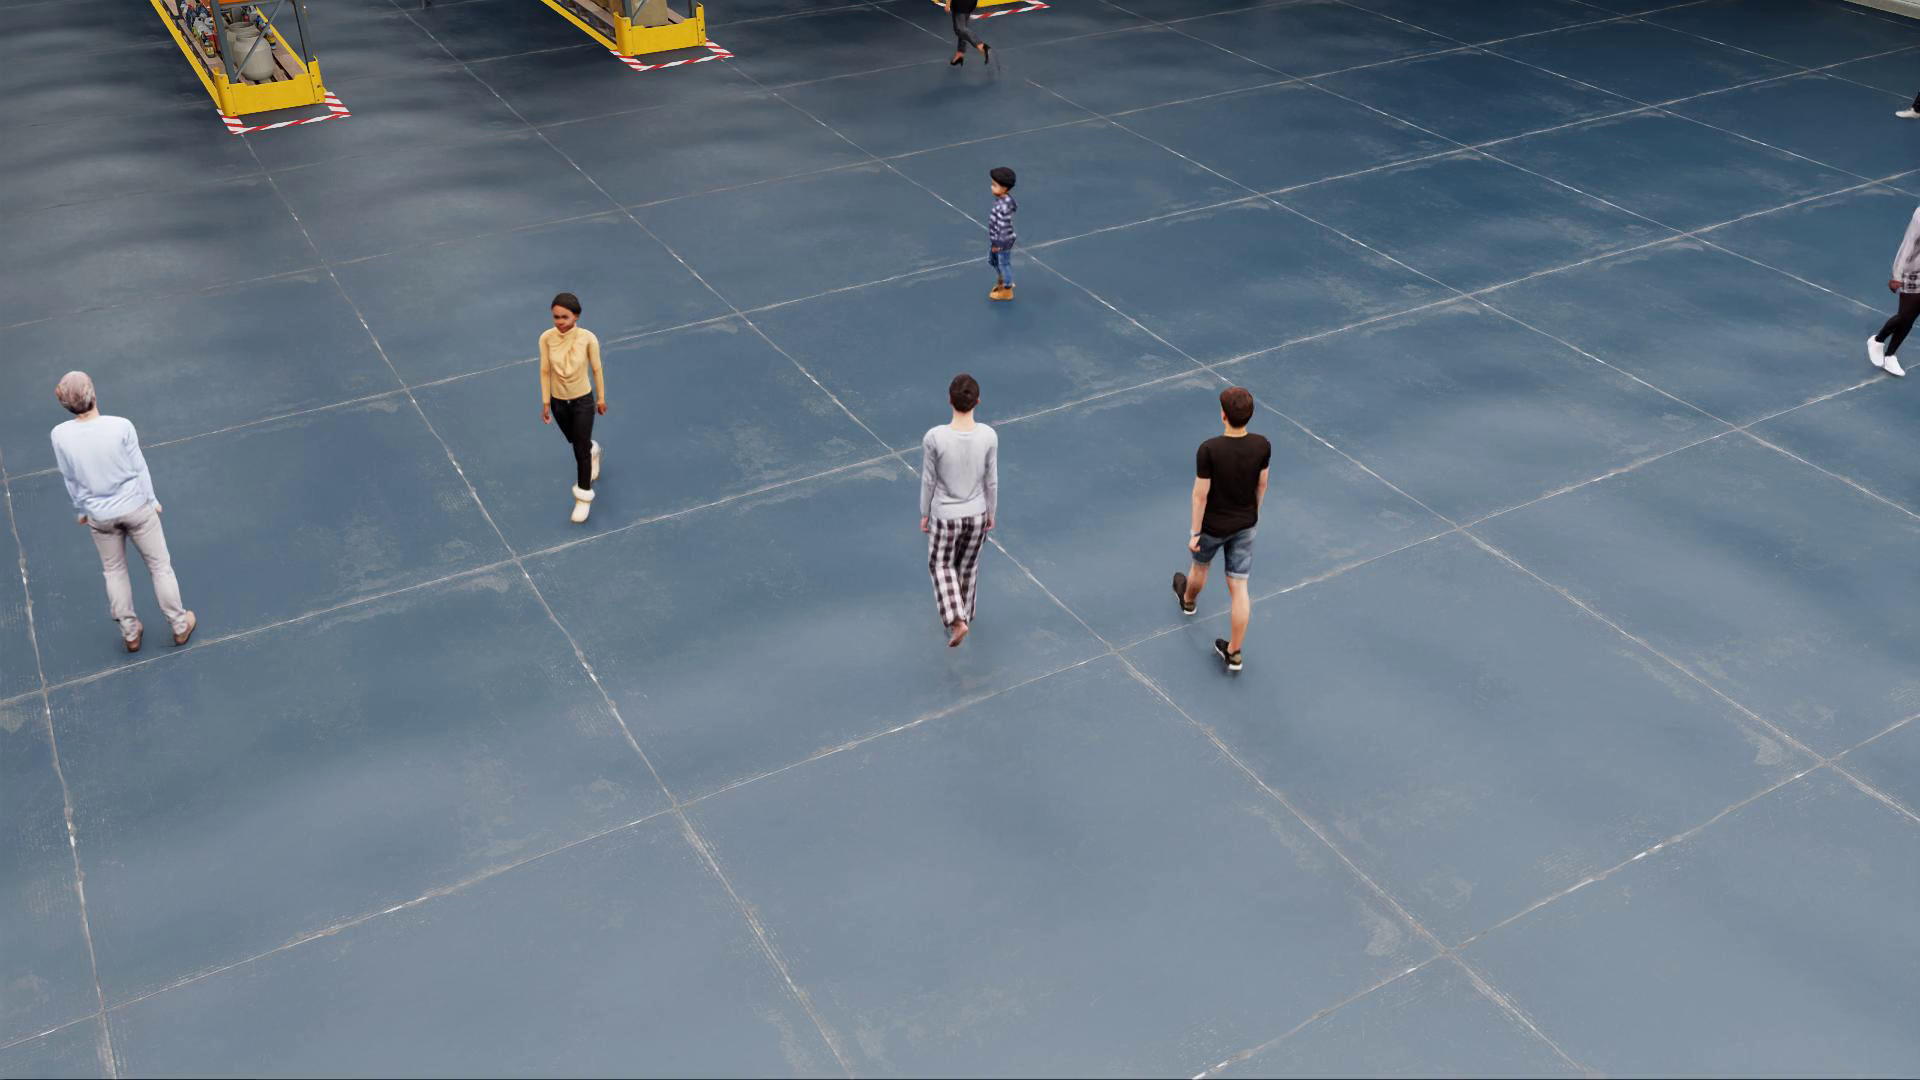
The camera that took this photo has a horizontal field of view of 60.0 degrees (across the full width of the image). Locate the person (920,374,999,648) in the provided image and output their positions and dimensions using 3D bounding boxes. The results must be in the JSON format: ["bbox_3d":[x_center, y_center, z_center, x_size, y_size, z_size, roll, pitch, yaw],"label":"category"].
[{"bbox_3d":[0.003,-0.128,10.306,0.826,1.827,0.993,-5,33,-8],"label":"person"}]

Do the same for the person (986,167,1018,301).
[{"bbox_3d":[0.429,-2.766,15.036,0.636,1.242,0.535,-2,32,-3],"label":"person"}]

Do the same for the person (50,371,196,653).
[{"bbox_3d":[-5.228,-0.170,10.318,0.703,1.885,0.667,-6,33,-9],"label":"person"}]

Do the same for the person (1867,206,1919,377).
[{"bbox_3d":[7.846,-2.231,13.698,0.733,1.765,0.744,-7,33,-11],"label":"person"}]

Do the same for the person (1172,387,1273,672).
[{"bbox_3d":[1.672,-0.032,10.175,0.918,1.804,1.245,-7,33,-11],"label":"person"}]

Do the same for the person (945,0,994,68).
[{"bbox_3d":[0.102,-6.735,20.905,1.065,1.693,0.865,24,39,32],"label":"person"}]

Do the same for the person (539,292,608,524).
[{"bbox_3d":[-2.757,-1.024,11.912,0.987,1.629,1.157,3,32,5],"label":"person"}]
